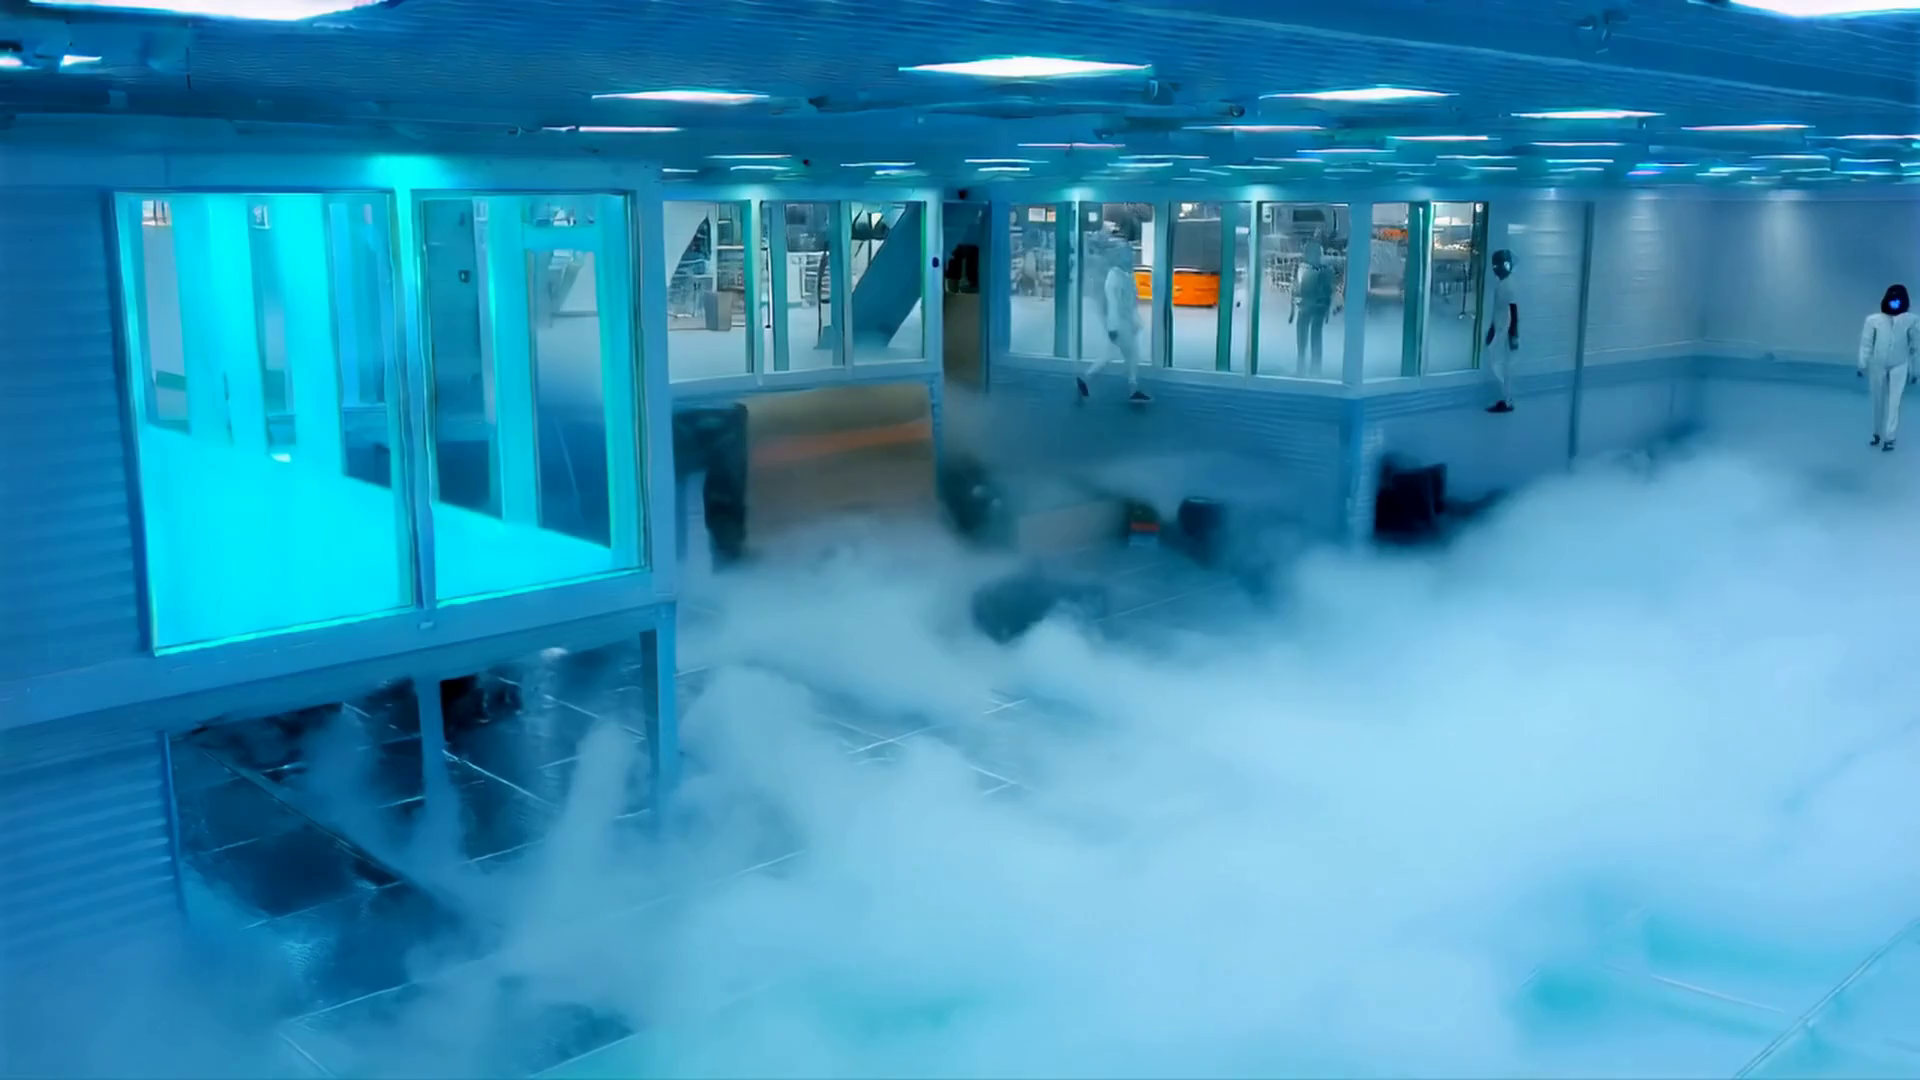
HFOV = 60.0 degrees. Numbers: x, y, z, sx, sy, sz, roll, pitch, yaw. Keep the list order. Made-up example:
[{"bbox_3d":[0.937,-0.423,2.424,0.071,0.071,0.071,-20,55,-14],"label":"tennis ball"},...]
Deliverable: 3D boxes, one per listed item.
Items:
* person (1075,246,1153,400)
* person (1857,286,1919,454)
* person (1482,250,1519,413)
[{"bbox_3d":[1.883,-2.632,20.243,0.887,1.879,0.654,5,12,23],"label":"person"},{"bbox_3d":[8.910,-1.640,15.974,0.505,1.591,0.847,7,14,33],"label":"person"},{"bbox_3d":[6.130,-2.351,18.874,0.504,1.849,0.566,2,11,8],"label":"person"}]
